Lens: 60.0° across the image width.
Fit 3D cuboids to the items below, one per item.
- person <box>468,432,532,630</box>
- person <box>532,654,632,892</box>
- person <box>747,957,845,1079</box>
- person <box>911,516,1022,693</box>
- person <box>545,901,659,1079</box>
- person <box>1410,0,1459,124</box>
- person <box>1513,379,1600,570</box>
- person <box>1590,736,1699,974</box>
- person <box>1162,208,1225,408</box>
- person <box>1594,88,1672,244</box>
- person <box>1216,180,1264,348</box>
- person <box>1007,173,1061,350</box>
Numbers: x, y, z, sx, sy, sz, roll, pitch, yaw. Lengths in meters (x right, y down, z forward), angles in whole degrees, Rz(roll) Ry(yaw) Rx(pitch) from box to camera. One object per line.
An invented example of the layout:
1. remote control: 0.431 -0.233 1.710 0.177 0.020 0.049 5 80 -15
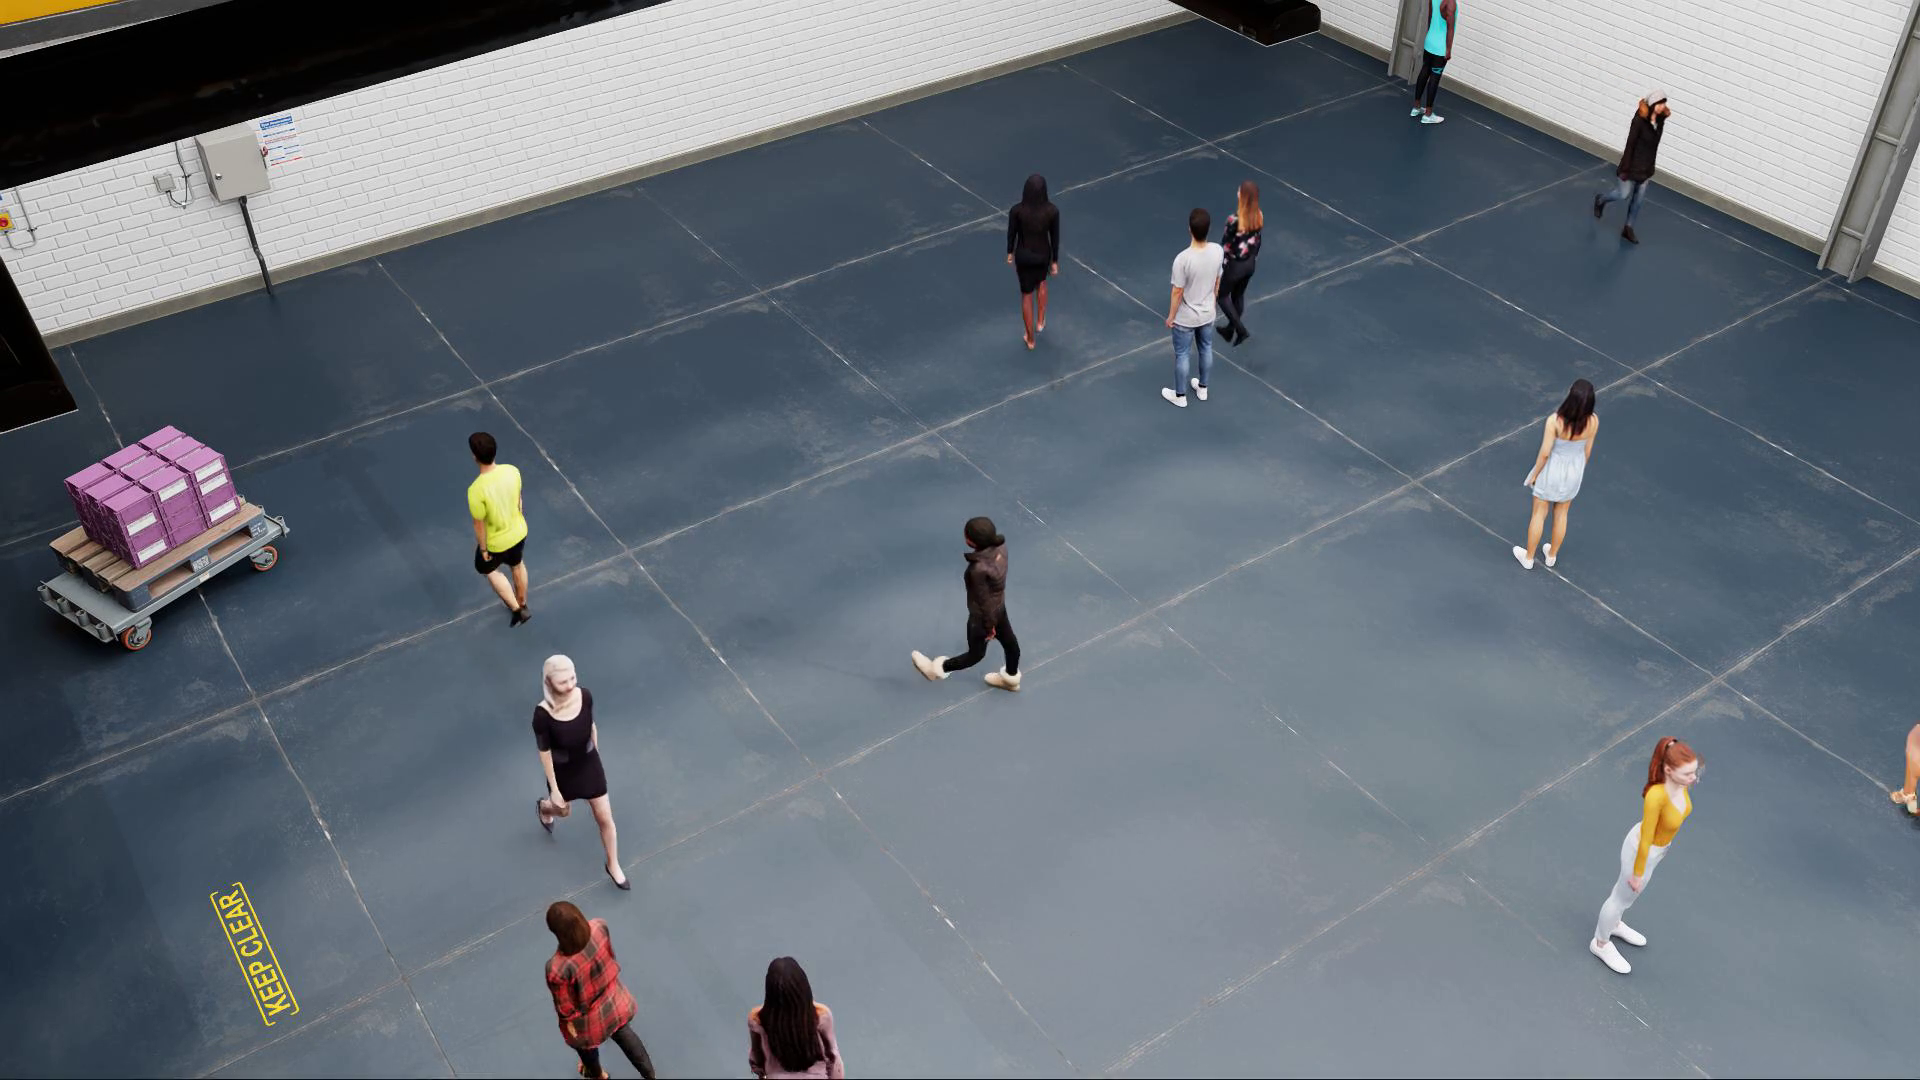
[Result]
1. person: -3.346 -0.040 12.321 0.786 1.695 0.716 28 47 31
2. person: -2.477 1.415 10.416 0.675 1.800 1.137 -29 47 -31
3. person: -0.815 2.879 8.586 0.784 1.796 0.823 0 39 0
4. person: 0.071 0.463 11.736 1.061 1.639 0.928 20 43 23
5. person: -1.945 2.569 9.069 1.046 1.678 0.805 26 45 29
6. person: 5.566 -5.785 19.422 0.715 1.811 0.532 -13 40 -16
7. person: 4.642 -0.510 12.882 0.672 1.730 0.688 -3 39 -4
8. person: 4.076 1.851 9.909 0.637 1.751 0.635 28 46 30
9. person: 2.073 -2.040 14.673 0.705 1.885 0.620 -17 42 -20
10. person: 6.971 -3.914 17.231 0.760 1.622 0.956 -14 41 -17
11. person: 2.623 -2.522 15.445 0.636 1.676 0.799 -19 42 -22
12. person: 0.689 -2.550 15.458 0.766 1.704 0.838 -7 39 -8
